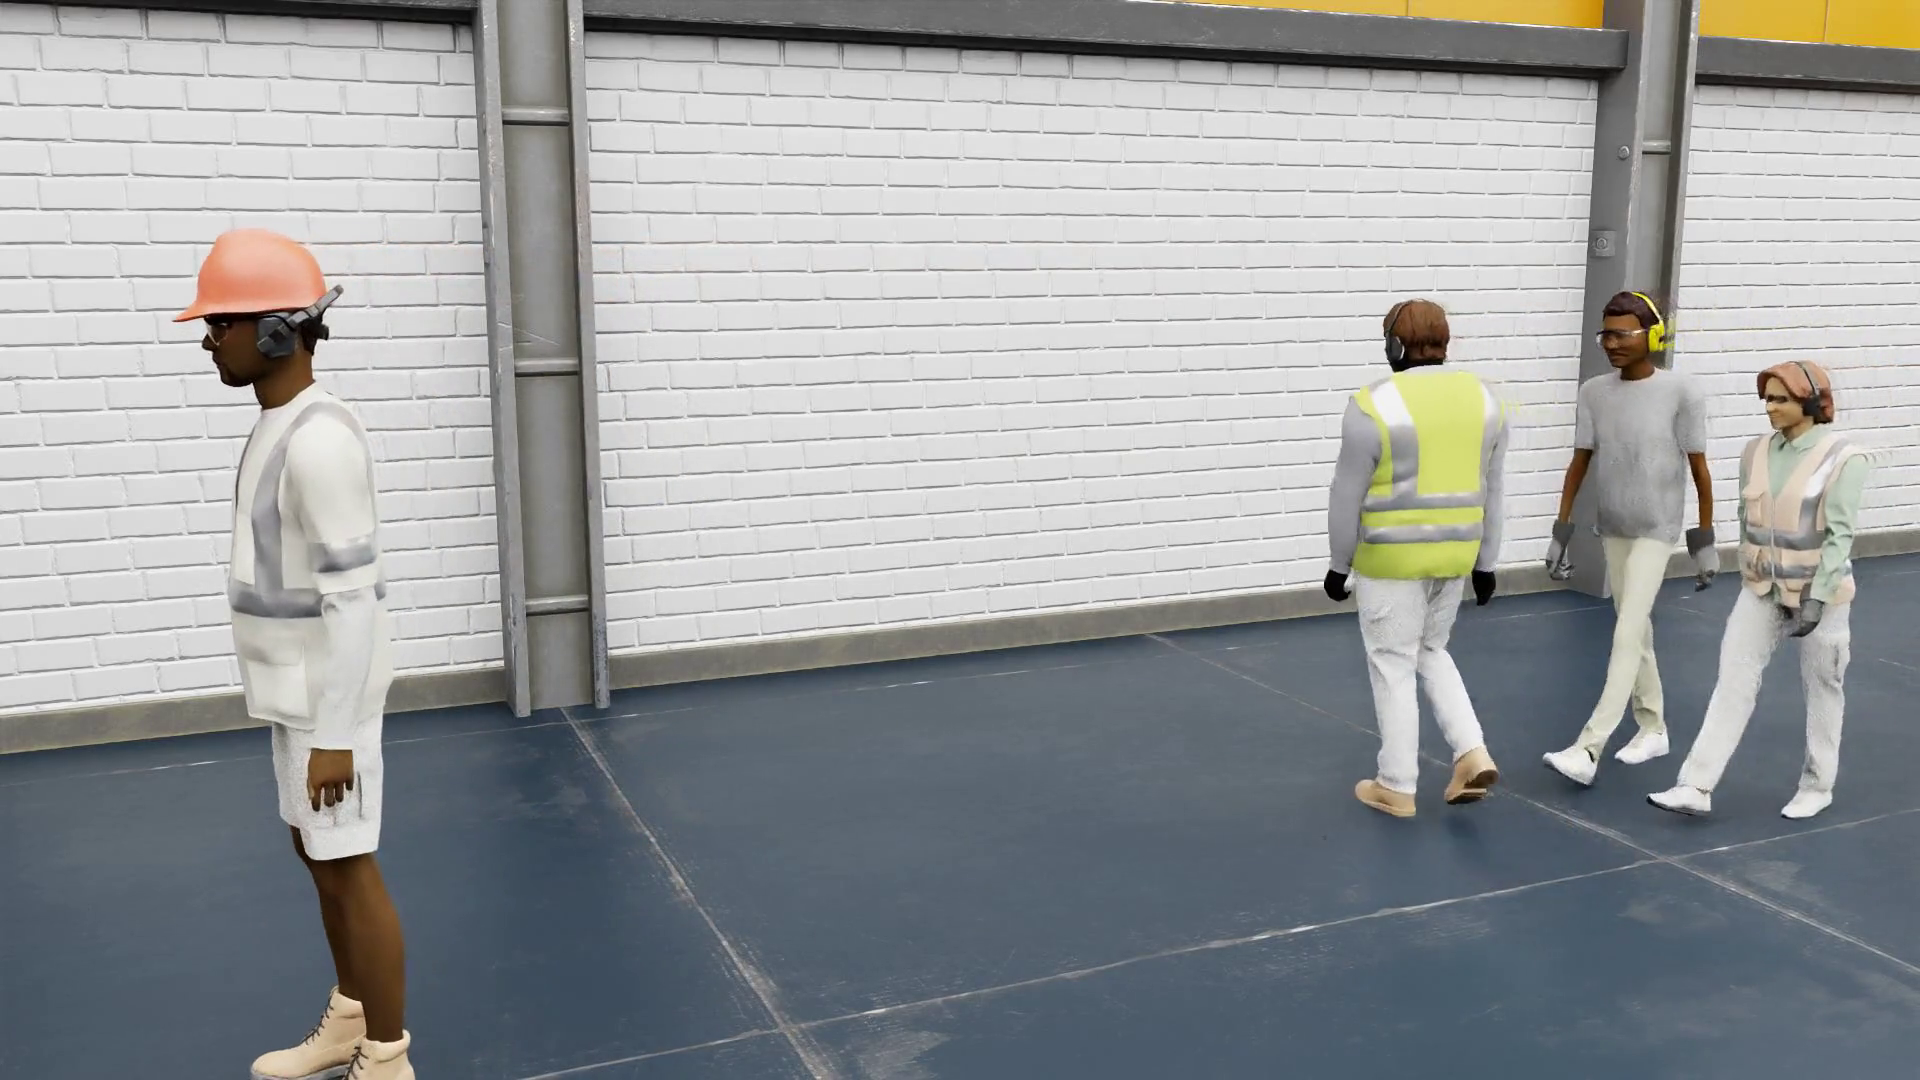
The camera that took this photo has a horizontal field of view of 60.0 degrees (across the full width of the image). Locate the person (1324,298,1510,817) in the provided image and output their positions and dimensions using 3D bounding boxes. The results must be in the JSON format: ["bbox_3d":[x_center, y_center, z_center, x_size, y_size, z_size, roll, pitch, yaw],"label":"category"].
[{"bbox_3d":[1.583,0.082,5.767,0.628,1.824,0.480,-4,11,-22],"label":"person"}]

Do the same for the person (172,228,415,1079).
[{"bbox_3d":[-1.479,0.340,3.722,0.390,2.041,0.614,-6,12,-30],"label":"person"}]

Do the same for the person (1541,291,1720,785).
[{"bbox_3d":[2.448,-0.001,6.190,0.934,1.823,0.533,-6,12,-32],"label":"person"}]

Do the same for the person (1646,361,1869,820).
[{"bbox_3d":[2.761,0.205,5.665,0.810,1.604,0.517,-5,12,-27],"label":"person"}]
